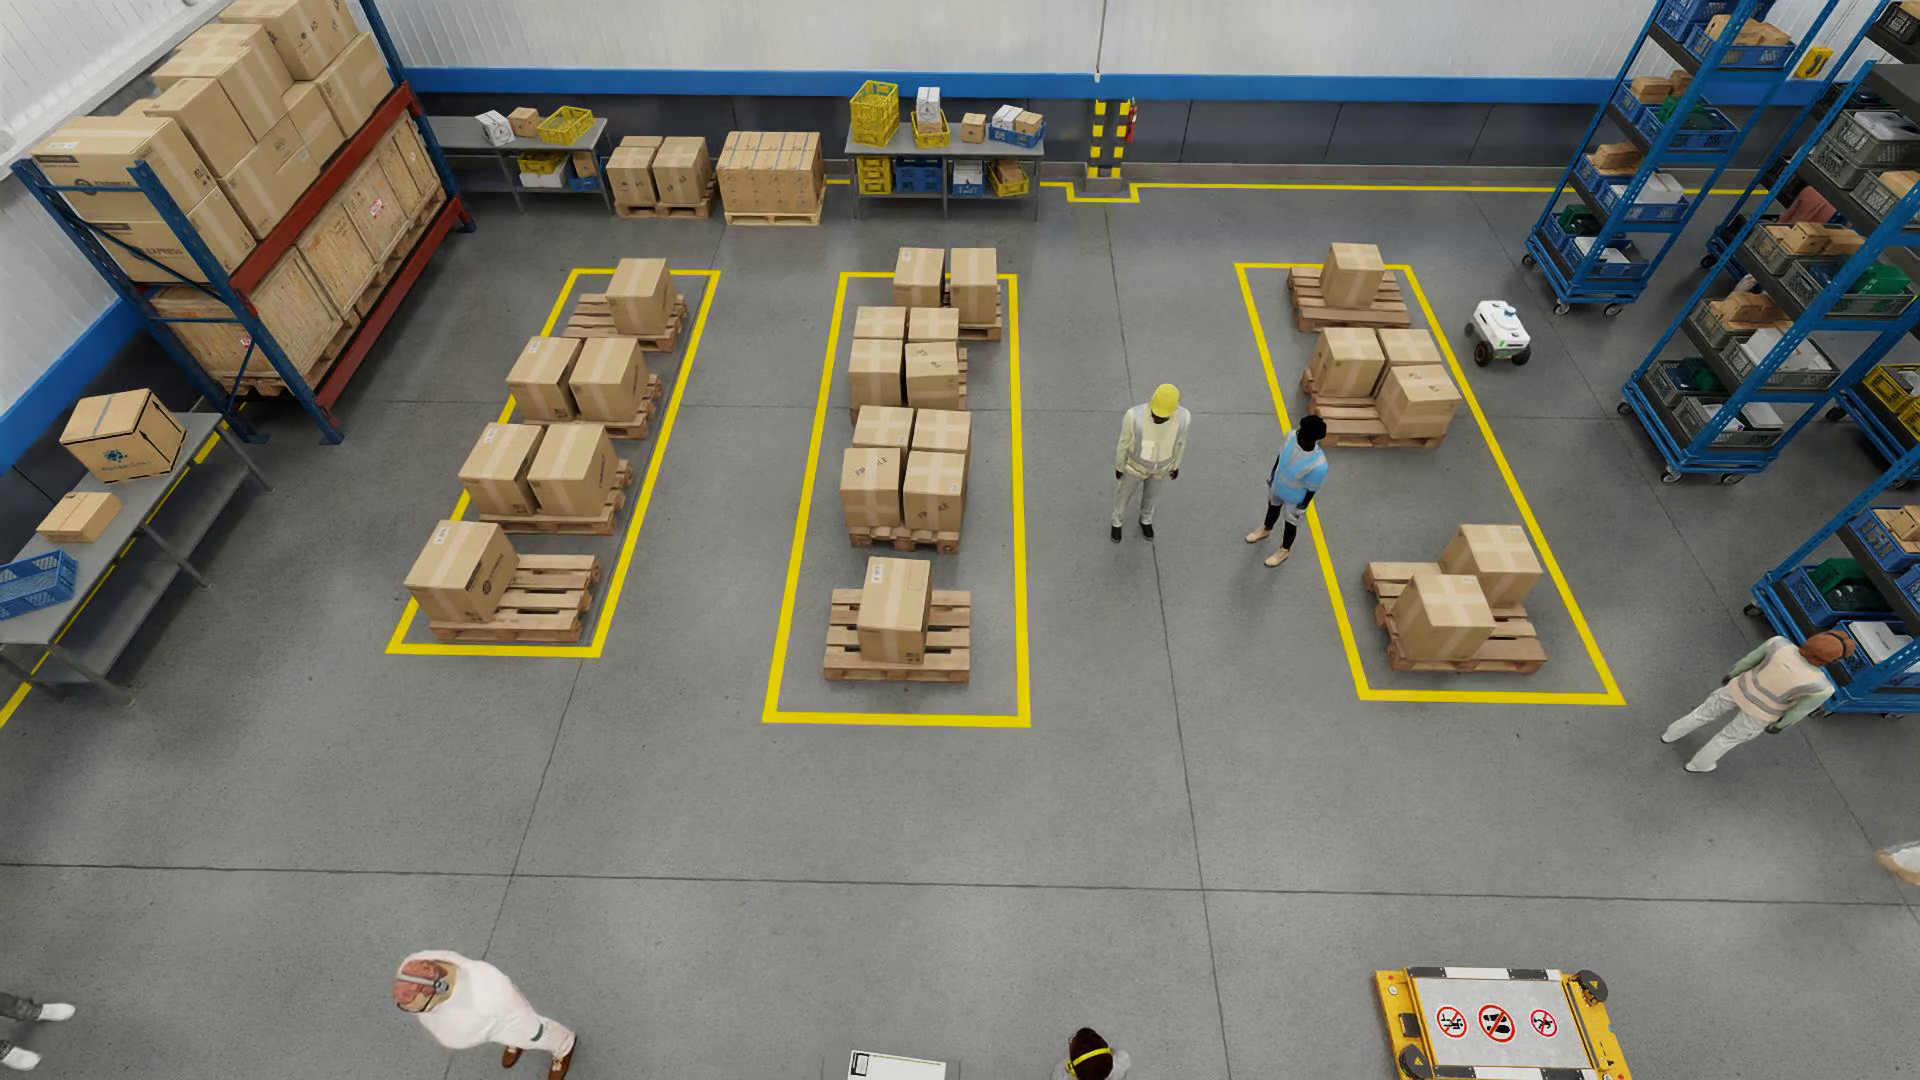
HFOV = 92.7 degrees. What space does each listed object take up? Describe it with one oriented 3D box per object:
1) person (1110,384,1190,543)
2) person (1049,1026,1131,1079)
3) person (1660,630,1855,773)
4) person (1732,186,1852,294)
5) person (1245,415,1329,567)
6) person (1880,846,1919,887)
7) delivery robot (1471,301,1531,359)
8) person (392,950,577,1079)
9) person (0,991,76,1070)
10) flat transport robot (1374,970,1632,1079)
[{"bbox_3d":[1.646,-0.661,8.012,0.586,1.825,0.404,-3,51,-2],"label":"person"},{"bbox_3d":[0.616,2.991,5.006,0.535,1.869,0.314,-20,54,-16],"label":"person"},{"bbox_3d":[5.753,1.169,6.644,0.314,1.632,0.521,-12,52,-10],"label":"person"},{"bbox_3d":[9.079,-3.168,9.959,0.412,1.981,0.625,-20,53,-15],"label":"person"},{"bbox_3d":[2.855,-0.437,7.916,0.322,1.691,0.534,-18,53,-14],"label":"person"},{"bbox_3d":[7.020,1.959,5.892,0.654,1.799,0.775,-34,58,-25],"label":"person"},{"bbox_3d":[5.994,-2.357,10.150,0.477,0.478,0.707,-1,51,-1],"label":"delivery robot"},{"bbox_3d":[-2.692,2.718,5.212,0.648,1.899,0.397,12,52,10],"label":"person"},{"bbox_3d":[-6.074,2.664,5.252,0.409,1.908,0.595,3,51,2],"label":"person"},{"bbox_3d":[3.501,3.133,5.914,1.431,0.197,0.652,1,51,1],"label":"flat transport robot"}]
